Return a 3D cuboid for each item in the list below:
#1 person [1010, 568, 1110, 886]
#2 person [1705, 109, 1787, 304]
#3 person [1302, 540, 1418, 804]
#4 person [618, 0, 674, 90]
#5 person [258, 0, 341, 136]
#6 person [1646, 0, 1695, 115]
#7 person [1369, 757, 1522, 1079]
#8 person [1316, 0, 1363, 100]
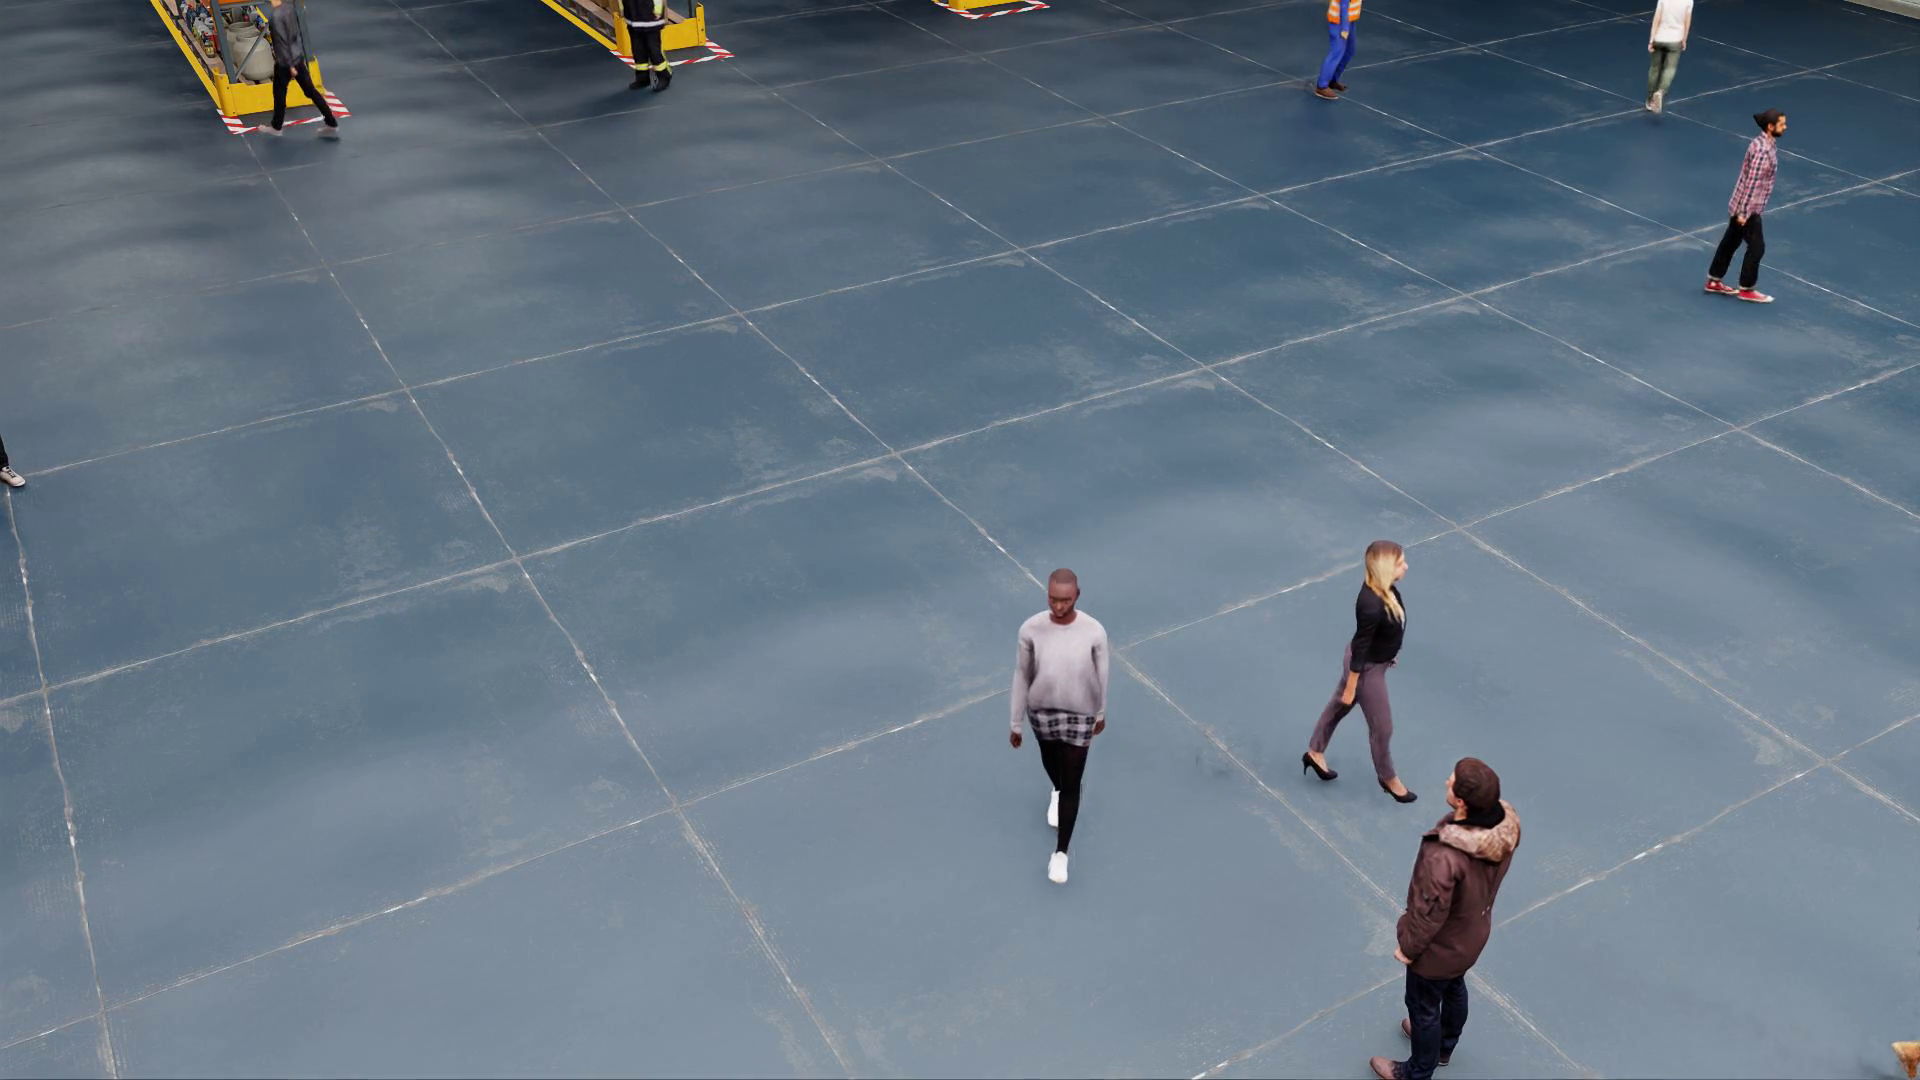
[{"bbox_3d":[0.545,0.860,8.825,1.081,1.737,1.182,5,33,9],"label":"person"},{"bbox_3d":[7.021,-3.017,14.961,1.013,1.747,0.949,11,34,17],"label":"person"},{"bbox_3d":[2.131,0.710,9.146,1.000,1.647,0.935,8,33,13],"label":"person"},{"bbox_3d":[-3.859,-6.507,20.273,0.876,1.982,0.980,13,35,20],"label":"person"},{"bbox_3d":[-7.454,-5.375,18.727,1.131,1.717,1.149,4,32,6],"label":"person"},{"bbox_3d":[8.287,-5.798,19.471,0.970,1.639,0.956,13,34,20],"label":"person"},{"bbox_3d":[2.159,1.714,7.367,0.779,1.848,0.827,27,41,36],"label":"person"},{"bbox_3d":[4.534,-6.187,19.921,0.862,1.817,0.847,8,33,13],"label":"person"}]
